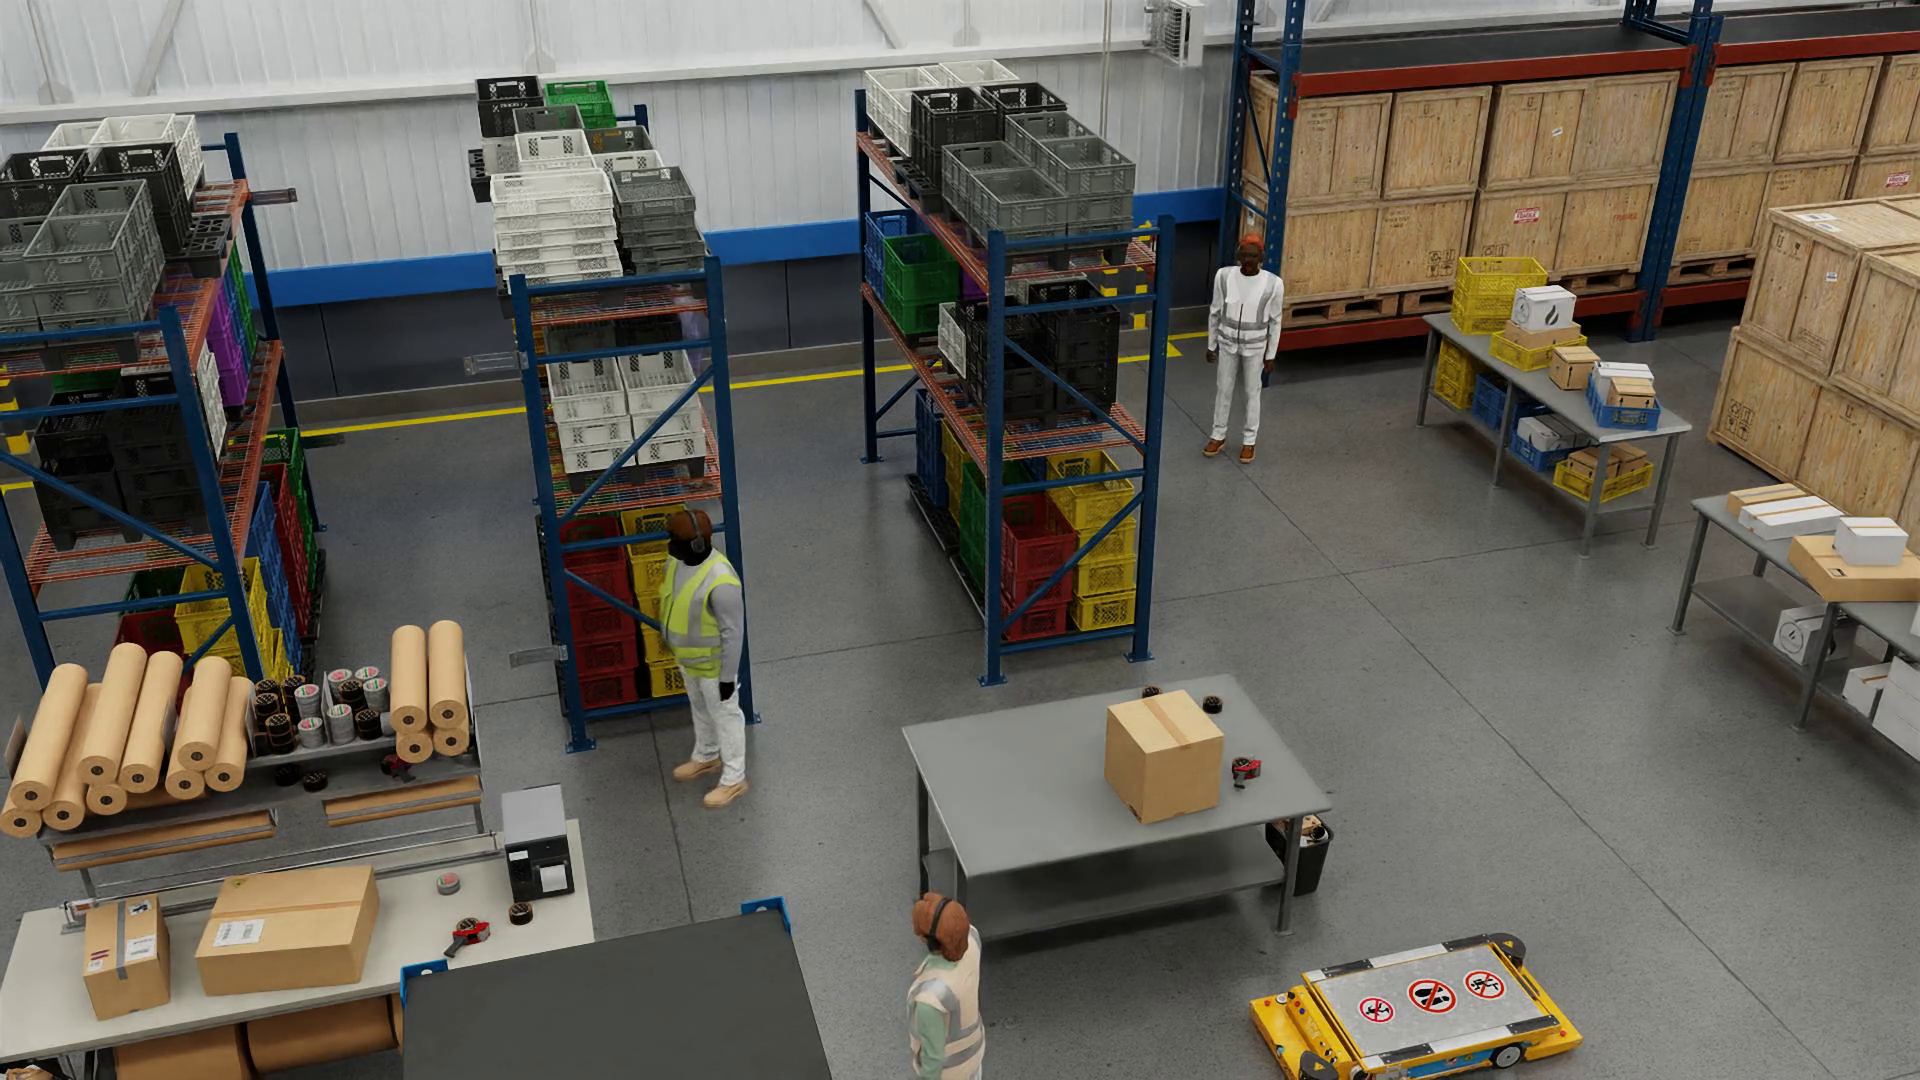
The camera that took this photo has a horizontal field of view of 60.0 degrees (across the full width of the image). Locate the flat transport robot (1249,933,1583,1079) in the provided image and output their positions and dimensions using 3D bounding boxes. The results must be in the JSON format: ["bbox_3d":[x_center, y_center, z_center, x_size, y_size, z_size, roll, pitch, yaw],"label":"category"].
[{"bbox_3d":[2.184,2.282,7.980,1.431,0.197,0.652,-8,30,-14],"label":"flat transport robot"}]

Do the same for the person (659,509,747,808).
[{"bbox_3d":[-1.438,0.651,9.329,0.430,1.844,0.624,-20,34,-31],"label":"person"}]

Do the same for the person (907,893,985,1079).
[{"bbox_3d":[-0.055,2.124,6.853,0.314,1.642,0.514,10,30,18],"label":"person"}]

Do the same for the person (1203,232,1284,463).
[{"bbox_3d":[2.243,-1.530,13.254,0.584,1.884,0.349,12,31,21],"label":"person"}]
